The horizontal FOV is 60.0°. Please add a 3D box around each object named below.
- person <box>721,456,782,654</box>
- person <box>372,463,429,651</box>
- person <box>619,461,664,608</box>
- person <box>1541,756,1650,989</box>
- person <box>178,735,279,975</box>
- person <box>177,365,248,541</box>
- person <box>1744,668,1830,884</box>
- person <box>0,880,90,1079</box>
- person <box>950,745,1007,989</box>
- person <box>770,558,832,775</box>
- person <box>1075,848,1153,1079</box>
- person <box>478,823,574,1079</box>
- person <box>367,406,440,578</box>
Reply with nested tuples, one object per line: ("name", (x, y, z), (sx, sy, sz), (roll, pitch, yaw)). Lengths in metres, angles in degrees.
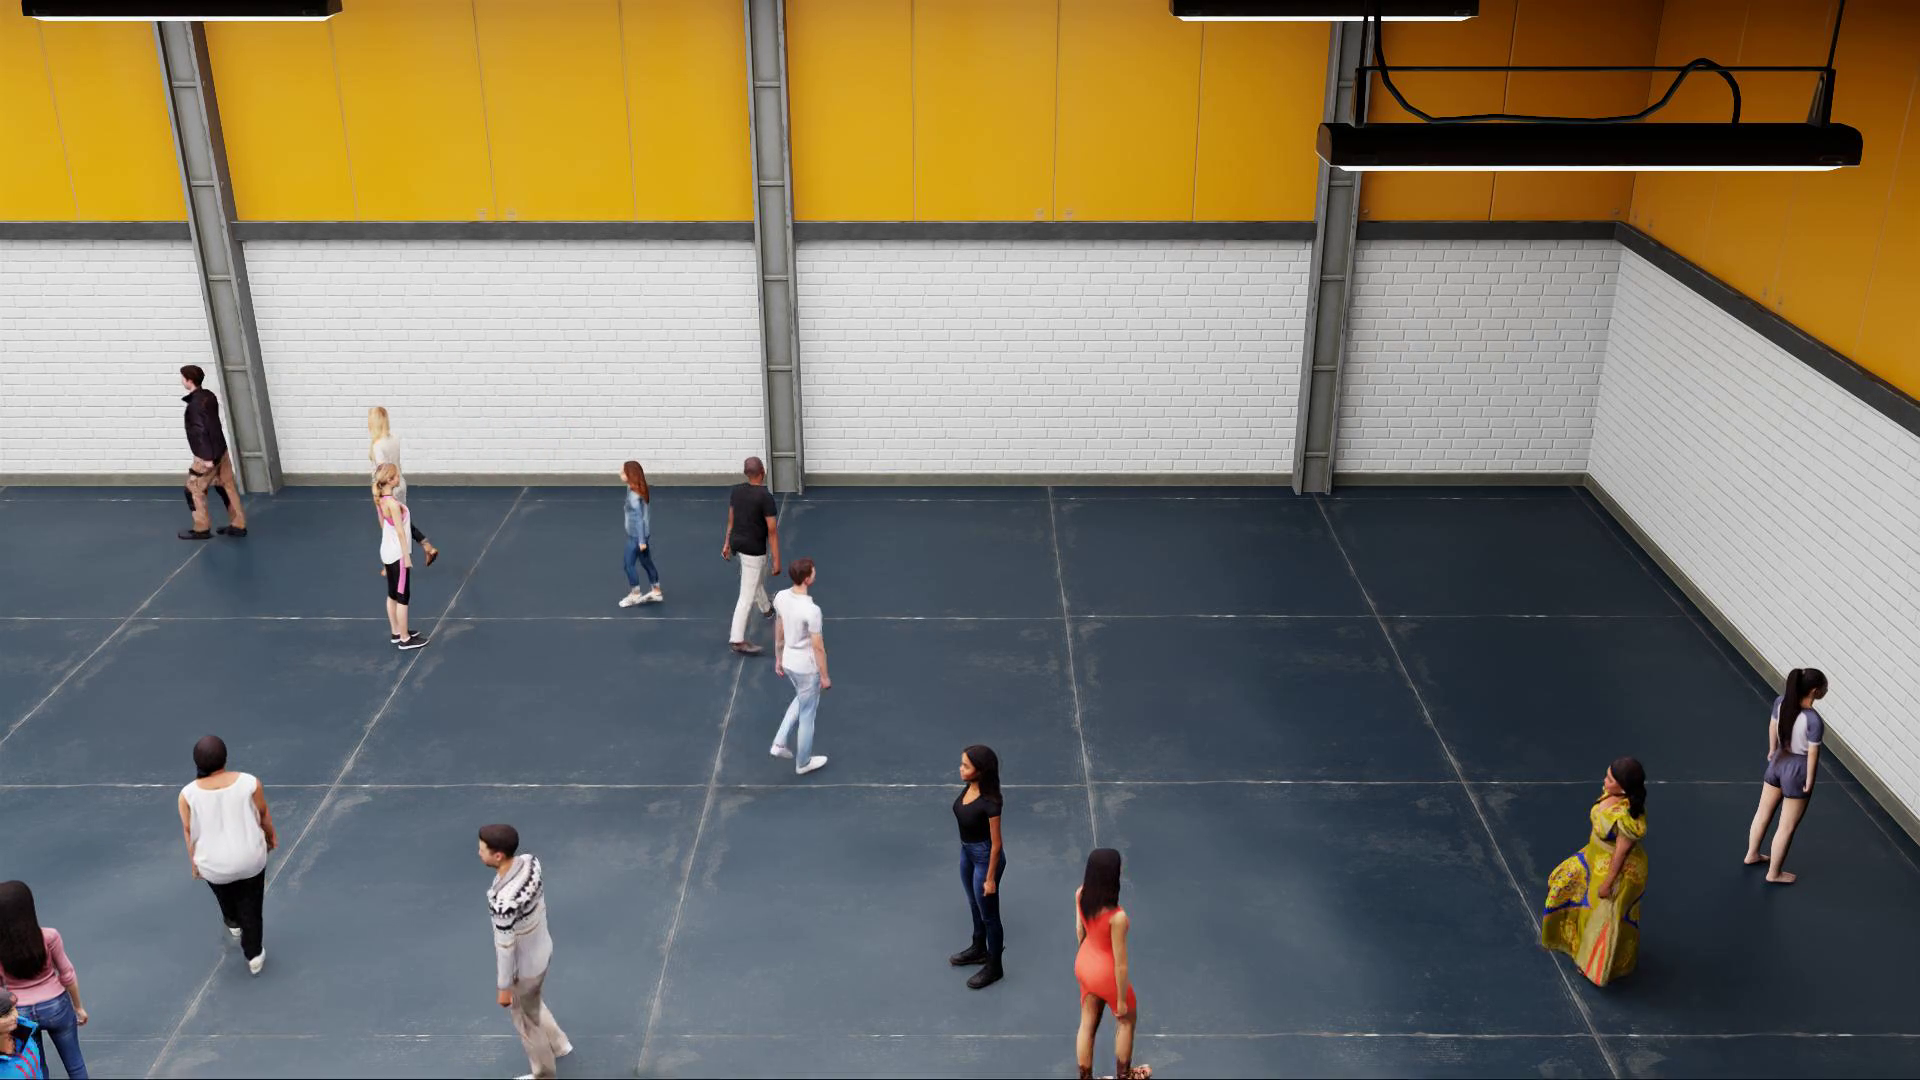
("person", (-1.957, 0.155, 15.160), (1.280, 1.744, 1.278), (20, 31, 38))
("person", (-5.149, 0.140, 15.142), (0.722, 1.786, 0.674), (-20, 30, -38))
("person", (-3.018, -0.062, 16.005), (0.679, 1.465, 0.640), (-3, 24, -7))
("person", (4.304, 2.133, 10.756), (0.798, 1.648, 0.710), (0, 24, 1))
("person", (-4.771, 2.079, 10.861), (0.992, 1.661, 0.925), (-8, 25, -18))
("person", (-7.747, -0.895, 17.360), (0.910, 1.907, 0.752), (-2, 24, -5))
("person", (5.898, 1.658, 11.839), (0.595, 1.649, 0.644), (-6, 24, -14))
("person", (-5.208, 2.673, 9.402), (0.577, 1.742, 0.714), (-10, 26, -23))
("person", (0.141, 2.085, 10.752), (0.651, 1.739, 0.647), (-10, 26, -22))
("person", (-1.313, 1.028, 13.042), (0.886, 1.841, 0.828), (-19, 30, -37))
("person", (0.773, 2.572, 9.674), (0.874, 1.708, 0.813), (-18, 30, -36))
("person", (-2.472, 2.456, 9.768), (0.643, 1.847, 0.718), (2, 24, 4))
("person", (-5.534, -0.460, 16.482), (0.857, 1.812, 0.666), (3, 24, 7))
